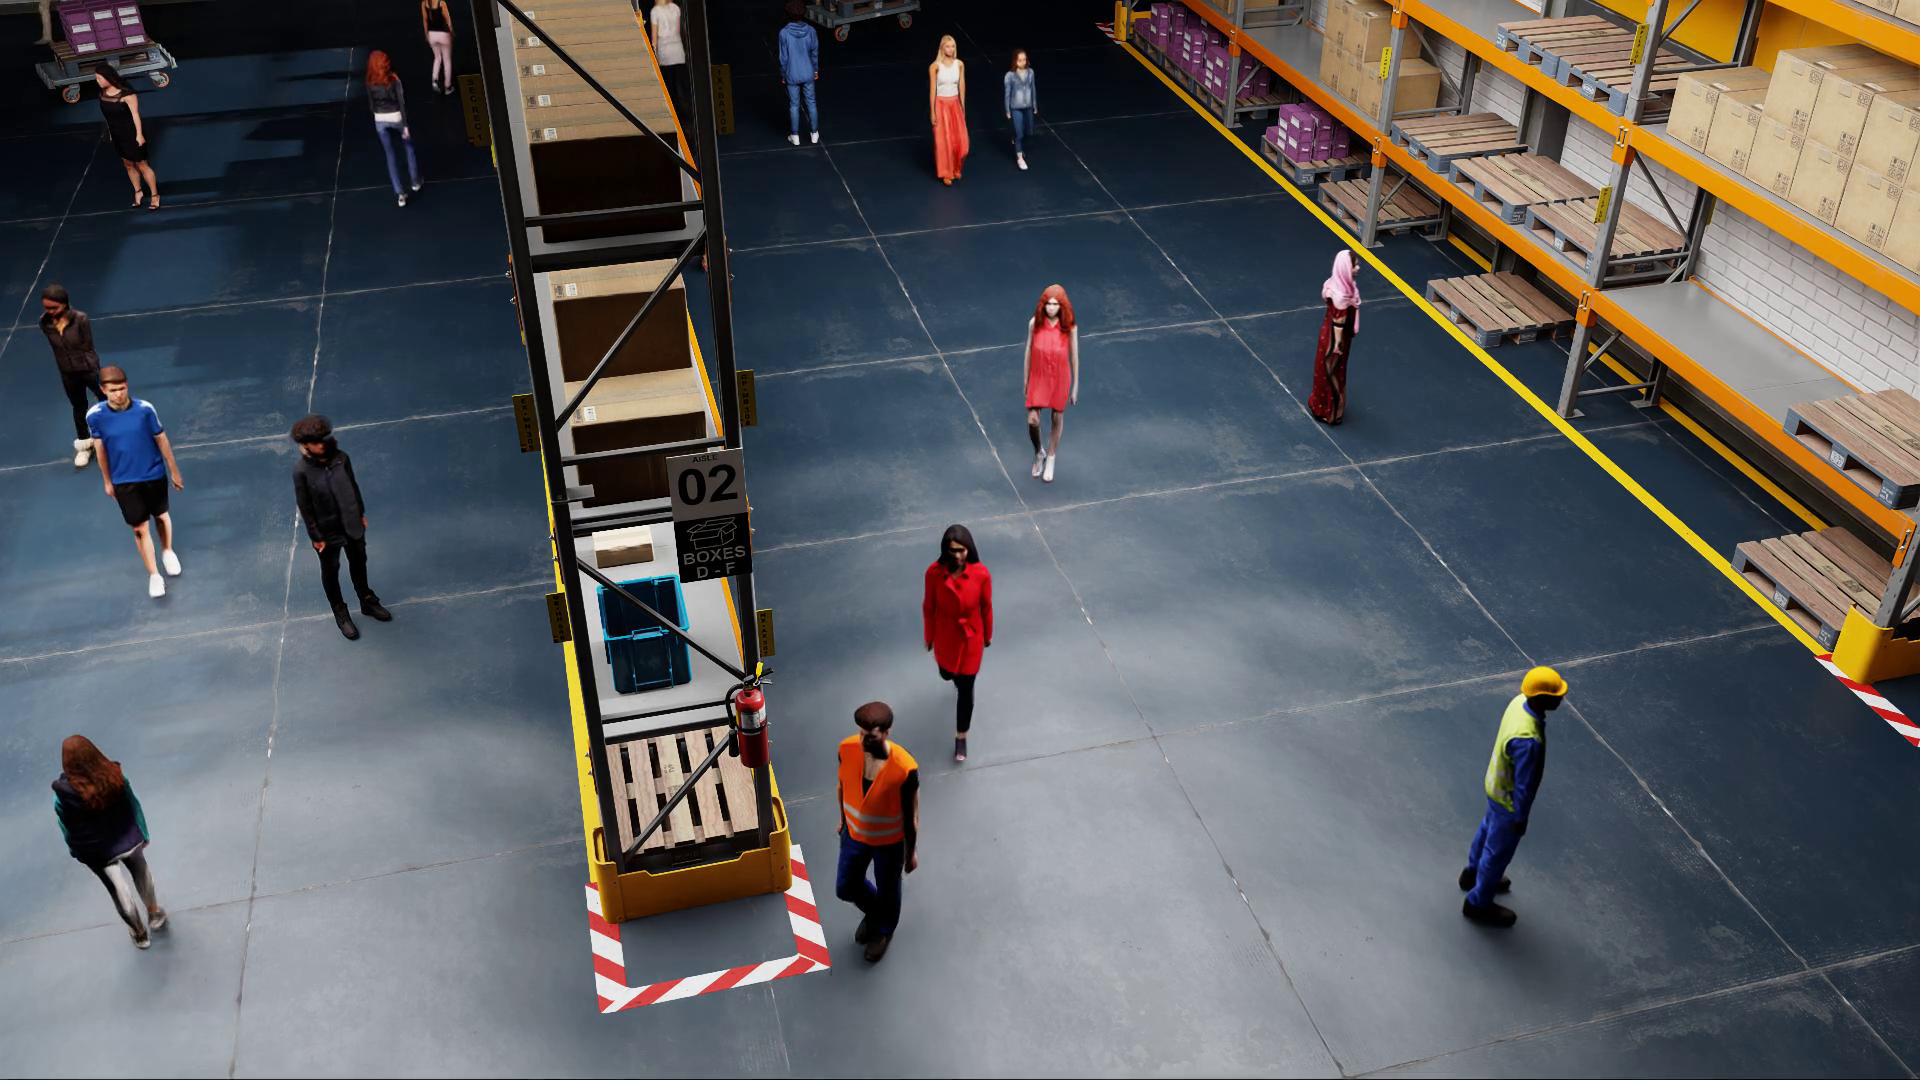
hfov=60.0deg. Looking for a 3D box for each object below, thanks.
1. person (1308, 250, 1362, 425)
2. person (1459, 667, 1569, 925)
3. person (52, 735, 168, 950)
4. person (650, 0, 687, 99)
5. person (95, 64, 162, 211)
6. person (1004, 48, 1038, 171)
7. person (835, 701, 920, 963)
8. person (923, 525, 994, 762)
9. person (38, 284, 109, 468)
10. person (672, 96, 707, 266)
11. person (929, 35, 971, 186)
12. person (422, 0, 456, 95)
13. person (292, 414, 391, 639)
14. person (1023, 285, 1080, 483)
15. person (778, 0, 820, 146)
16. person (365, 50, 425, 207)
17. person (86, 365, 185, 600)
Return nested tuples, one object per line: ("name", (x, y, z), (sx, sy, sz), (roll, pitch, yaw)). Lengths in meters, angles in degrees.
("person", (3.376, -1.841, 14.944), (0.823, 1.638, 0.715), (9, 35, 13))
("person", (3.250, 1.469, 9.807), (0.799, 1.812, 0.674), (8, 34, 11))
("person", (-4.904, 1.791, 9.614), (0.669, 1.489, 0.693), (-23, 40, -31))
("person", (-3.694, -6.206, 21.377), (0.735, 1.786, 1.148), (-16, 37, -22))
("person", (-9.528, -4.618, 19.053), (0.762, 1.715, 0.802), (13, 36, 19))
("person", (0.709, -5.283, 20.278), (0.644, 1.466, 0.723), (-16, 37, -22))
("person", (-0.443, 1.611, 9.536), (0.846, 1.876, 0.892), (14, 36, 20))
("person", (-0.012, 0.608, 11.181), (0.841, 1.725, 1.104), (2, 34, 4))
("person", (-7.571, -1.384, 14.240), (0.806, 1.657, 0.688), (-8, 34, -12))
("person", (-2.872, -3.798, 17.775), (0.725, 1.764, 1.231), (-10, 35, -15))
("person", (-0.198, -5.120, 19.741), (0.648, 1.790, 0.730), (-11, 35, -15))
("person", (-7.030, -6.748, 22.409), (0.642, 1.546, 0.756), (2, 34, 3))
("person", (-4.603, -0.134, 12.249), (0.768, 1.778, 0.736), (26, 41, 33))
("person", (0.768, -1.348, 14.042), (0.706, 1.817, 0.708), (5, 34, 7))
("person", (-2.020, -5.878, 20.864), (0.675, 1.809, 0.545), (-10, 35, -14))
("person", (-6.568, -4.714, 19.151), (0.640, 1.766, 0.912), (-5, 34, -8))
("person", (-6.322, -0.539, 12.797), (0.842, 1.847, 1.029), (-17, 37, -24))
